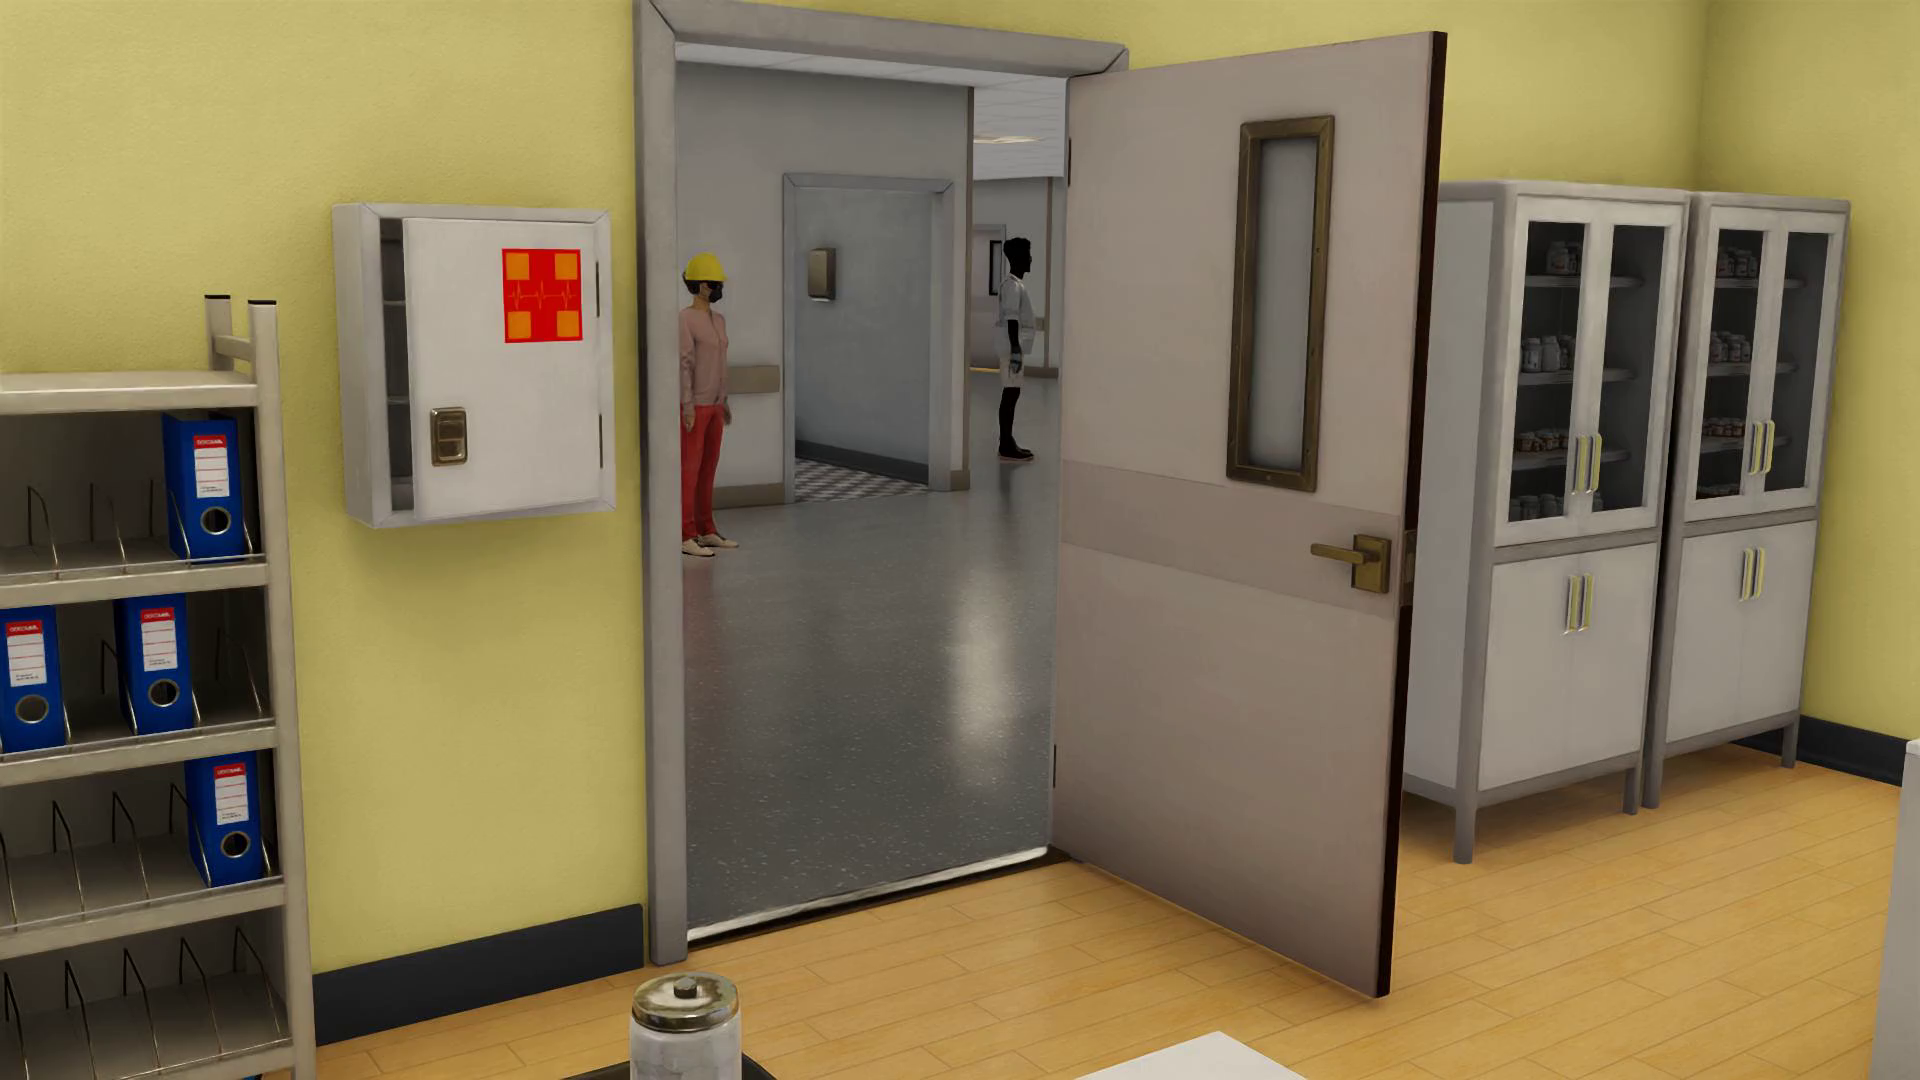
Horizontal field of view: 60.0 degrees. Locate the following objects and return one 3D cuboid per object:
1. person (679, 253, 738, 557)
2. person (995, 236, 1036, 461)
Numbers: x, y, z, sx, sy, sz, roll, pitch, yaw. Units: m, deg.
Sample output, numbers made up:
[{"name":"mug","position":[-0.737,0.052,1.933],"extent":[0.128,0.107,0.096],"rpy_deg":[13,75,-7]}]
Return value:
[{"name":"person","position":[-1.503,-0.795,9.804],"extent":[0.309,1.769,0.523],"rpy_deg":[4,10,18]},{"name":"person","position":[0.487,-1.682,14.678],"extent":[0.363,1.966,0.610],"rpy_deg":[1,10,0]}]
